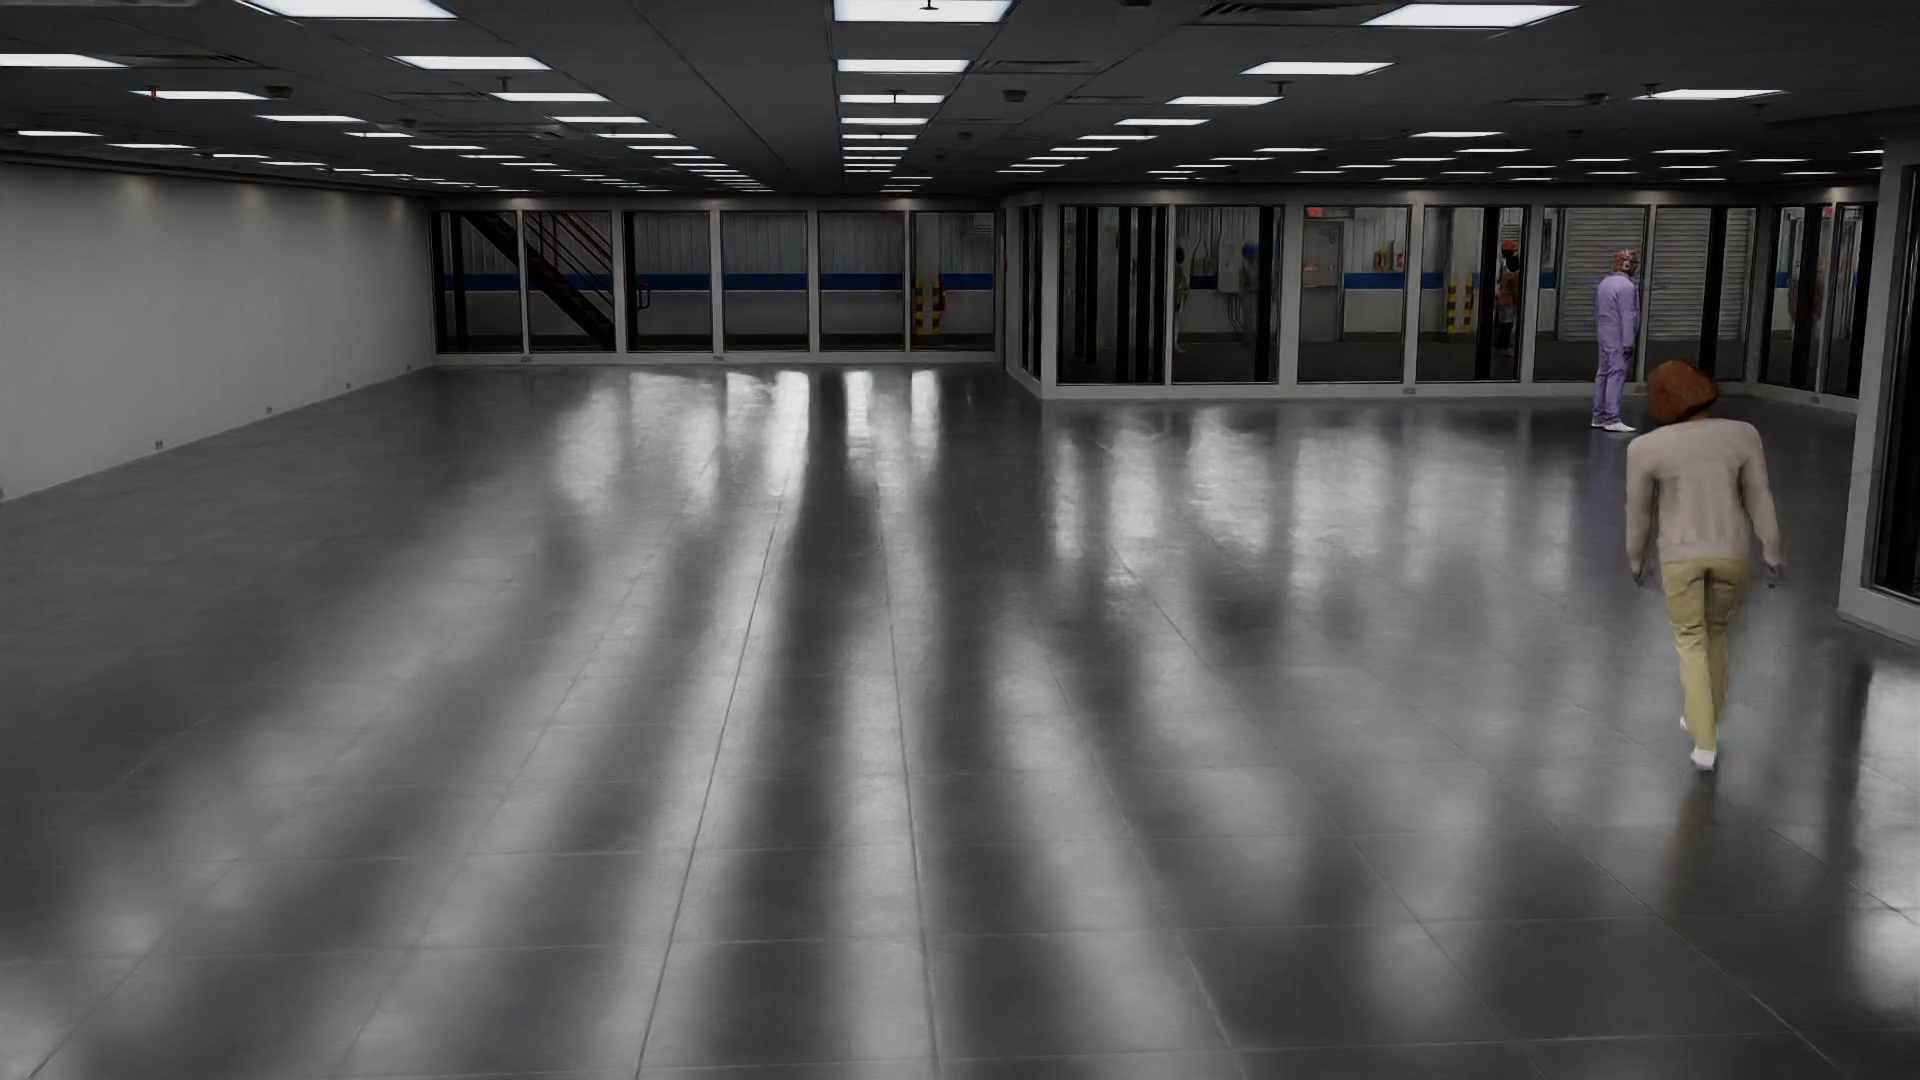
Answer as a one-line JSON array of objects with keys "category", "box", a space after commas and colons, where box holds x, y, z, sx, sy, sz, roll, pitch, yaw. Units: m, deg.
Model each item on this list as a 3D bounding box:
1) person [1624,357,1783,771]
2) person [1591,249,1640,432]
[{"category": "person", "box": [2.916, 0.075, 6.603, 0.569, 1.590, 0.670, 2, 11, 8]}, {"category": "person", "box": [6.922, -2.092, 17.470, 0.401, 1.906, 0.649, -1, 11, -3]}]
